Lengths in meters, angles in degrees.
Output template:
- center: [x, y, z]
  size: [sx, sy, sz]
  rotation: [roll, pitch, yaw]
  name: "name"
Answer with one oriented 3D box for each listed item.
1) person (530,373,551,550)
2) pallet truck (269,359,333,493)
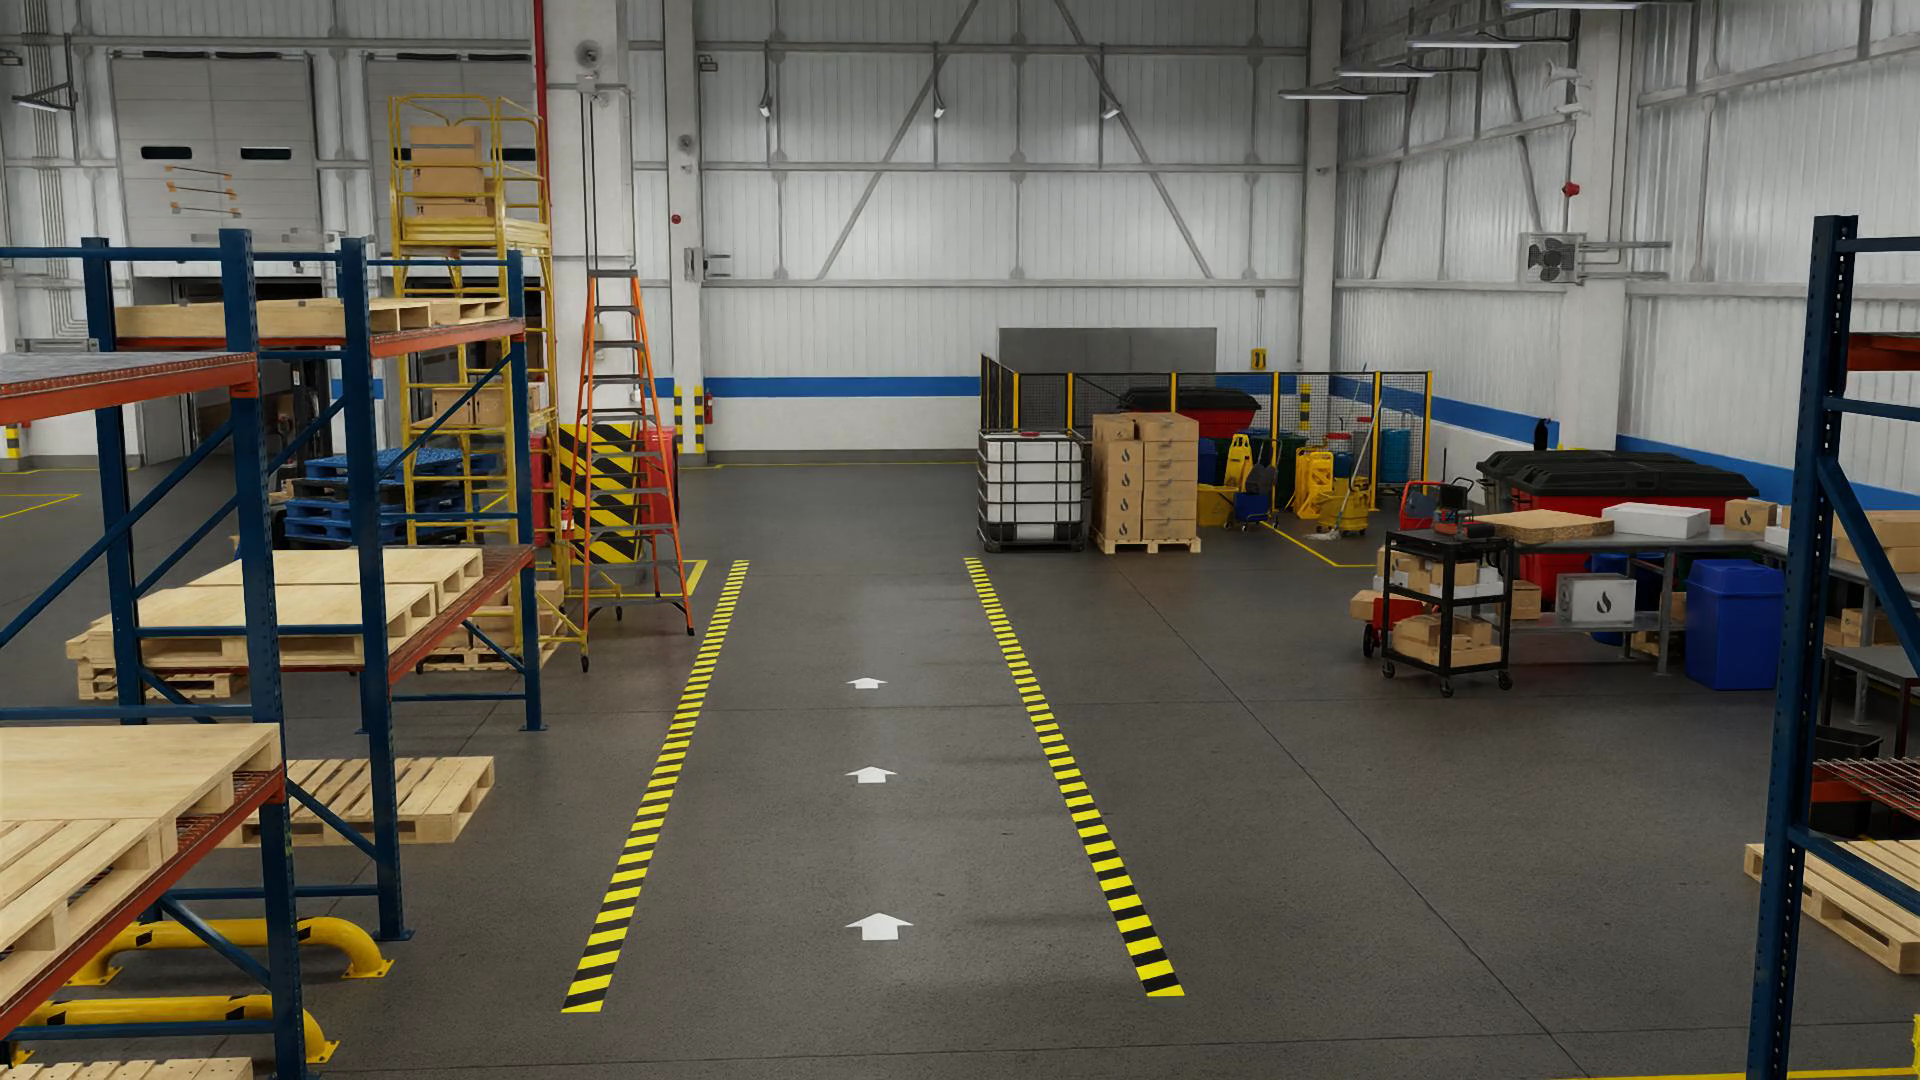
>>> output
- center: [-4.405, -0.800, 17.339]
  size: [0.491, 1.863, 0.619]
  rotation: [-7, 11, -35]
  name: "person"
- center: [-7.062, -1.131, 18.996]
  size: [1.885, 1.965, 0.823]
  rotation: [2, 9, 13]
  name: "pallet truck"
